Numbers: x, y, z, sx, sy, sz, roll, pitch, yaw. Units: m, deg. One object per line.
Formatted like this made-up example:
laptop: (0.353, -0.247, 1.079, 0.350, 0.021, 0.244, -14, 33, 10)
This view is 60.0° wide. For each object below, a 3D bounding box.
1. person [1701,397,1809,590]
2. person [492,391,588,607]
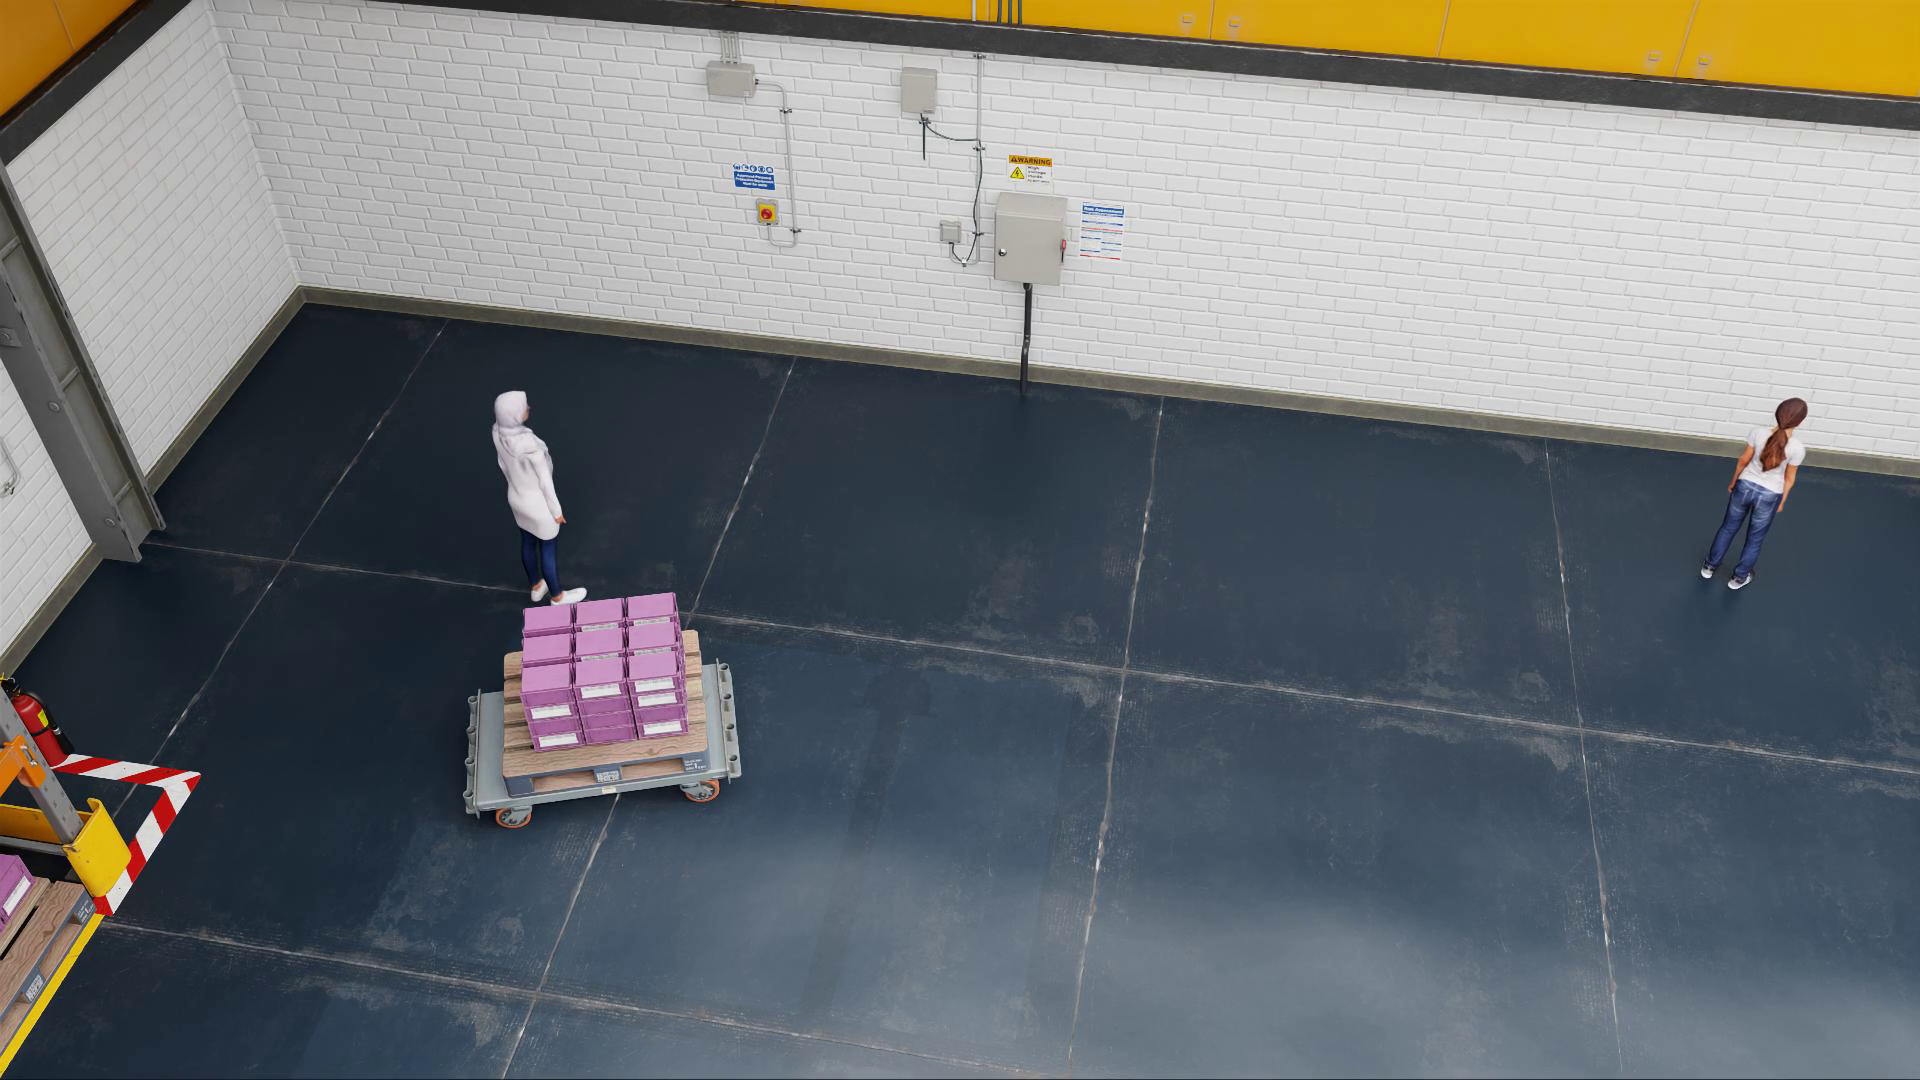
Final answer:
person: (5.392, -0.327, 11.231, 0.633, 1.561, 0.669, 33, 53, 30)
person: (-2.836, -0.254, 11.000, 0.698, 1.775, 0.700, 29, 50, 27)
